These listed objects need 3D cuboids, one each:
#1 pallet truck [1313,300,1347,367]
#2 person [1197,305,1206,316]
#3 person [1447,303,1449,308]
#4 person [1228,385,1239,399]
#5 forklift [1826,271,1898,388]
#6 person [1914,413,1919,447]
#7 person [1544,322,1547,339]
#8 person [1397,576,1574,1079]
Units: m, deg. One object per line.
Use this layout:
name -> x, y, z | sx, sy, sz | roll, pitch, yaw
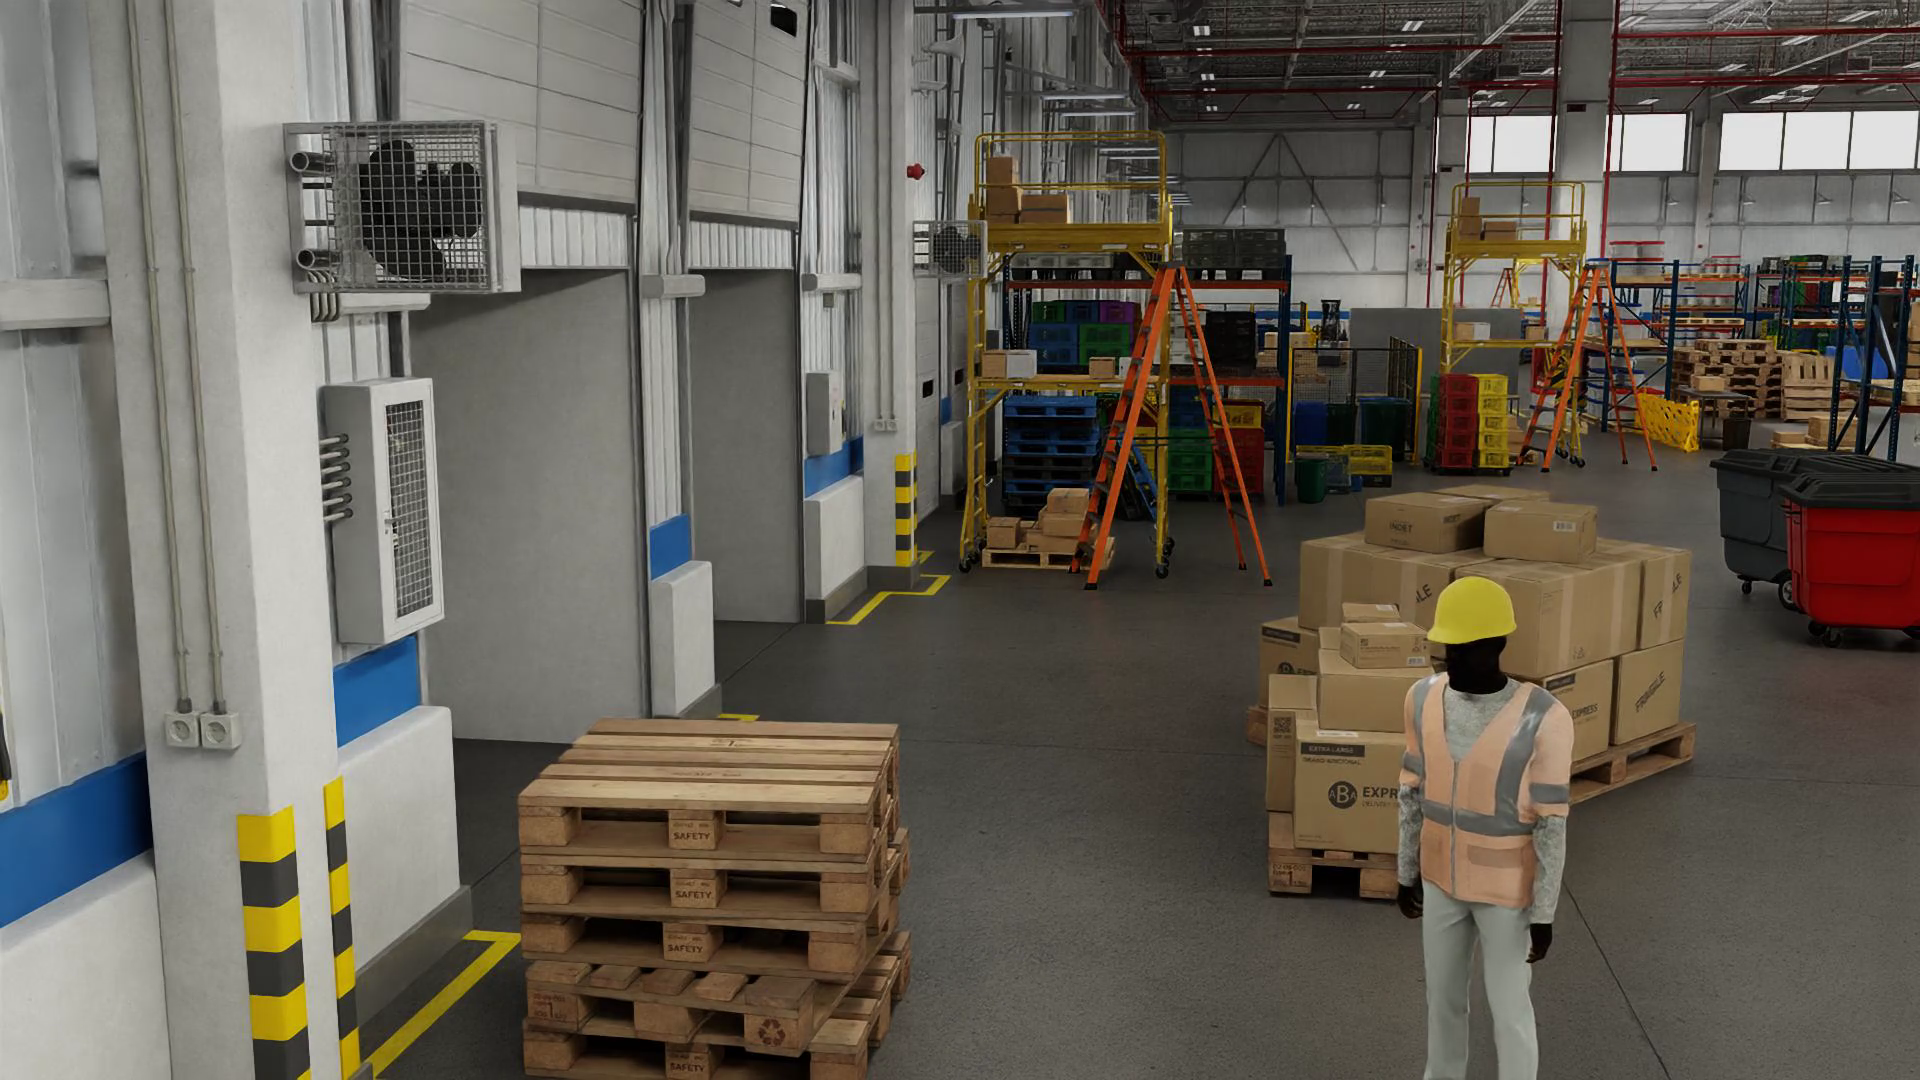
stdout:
pallet truck -> 11.159, -6.200, 49.718 | 0.823, 1.965, 1.885 | 4, 10, 26
person -> 6.403, -5.311, 44.456 | 0.544, 1.929, 0.387 | -8, 12, -42
person -> 14.764, -6.272, 50.541 | 0.487, 1.866, 0.572 | 8, 12, 39
person -> 5.763, -3.598, 34.799 | 0.315, 1.634, 0.516 | -2, 10, -15
forklift -> 21.072, -4.771, 38.191 | 1.873, 2.768, 1.129 | 1, 9, 9
person -> 15.703, -2.361, 26.850 | 0.485, 1.737, 0.320 | -4, 10, -24
person -> 15.884, -5.256, 44.259 | 0.644, 1.891, 1.005 | 2, 9, 14
person -> 1.606, 1.057, 5.214 | 0.393, 1.921, 0.587 | -8, 12, -39
